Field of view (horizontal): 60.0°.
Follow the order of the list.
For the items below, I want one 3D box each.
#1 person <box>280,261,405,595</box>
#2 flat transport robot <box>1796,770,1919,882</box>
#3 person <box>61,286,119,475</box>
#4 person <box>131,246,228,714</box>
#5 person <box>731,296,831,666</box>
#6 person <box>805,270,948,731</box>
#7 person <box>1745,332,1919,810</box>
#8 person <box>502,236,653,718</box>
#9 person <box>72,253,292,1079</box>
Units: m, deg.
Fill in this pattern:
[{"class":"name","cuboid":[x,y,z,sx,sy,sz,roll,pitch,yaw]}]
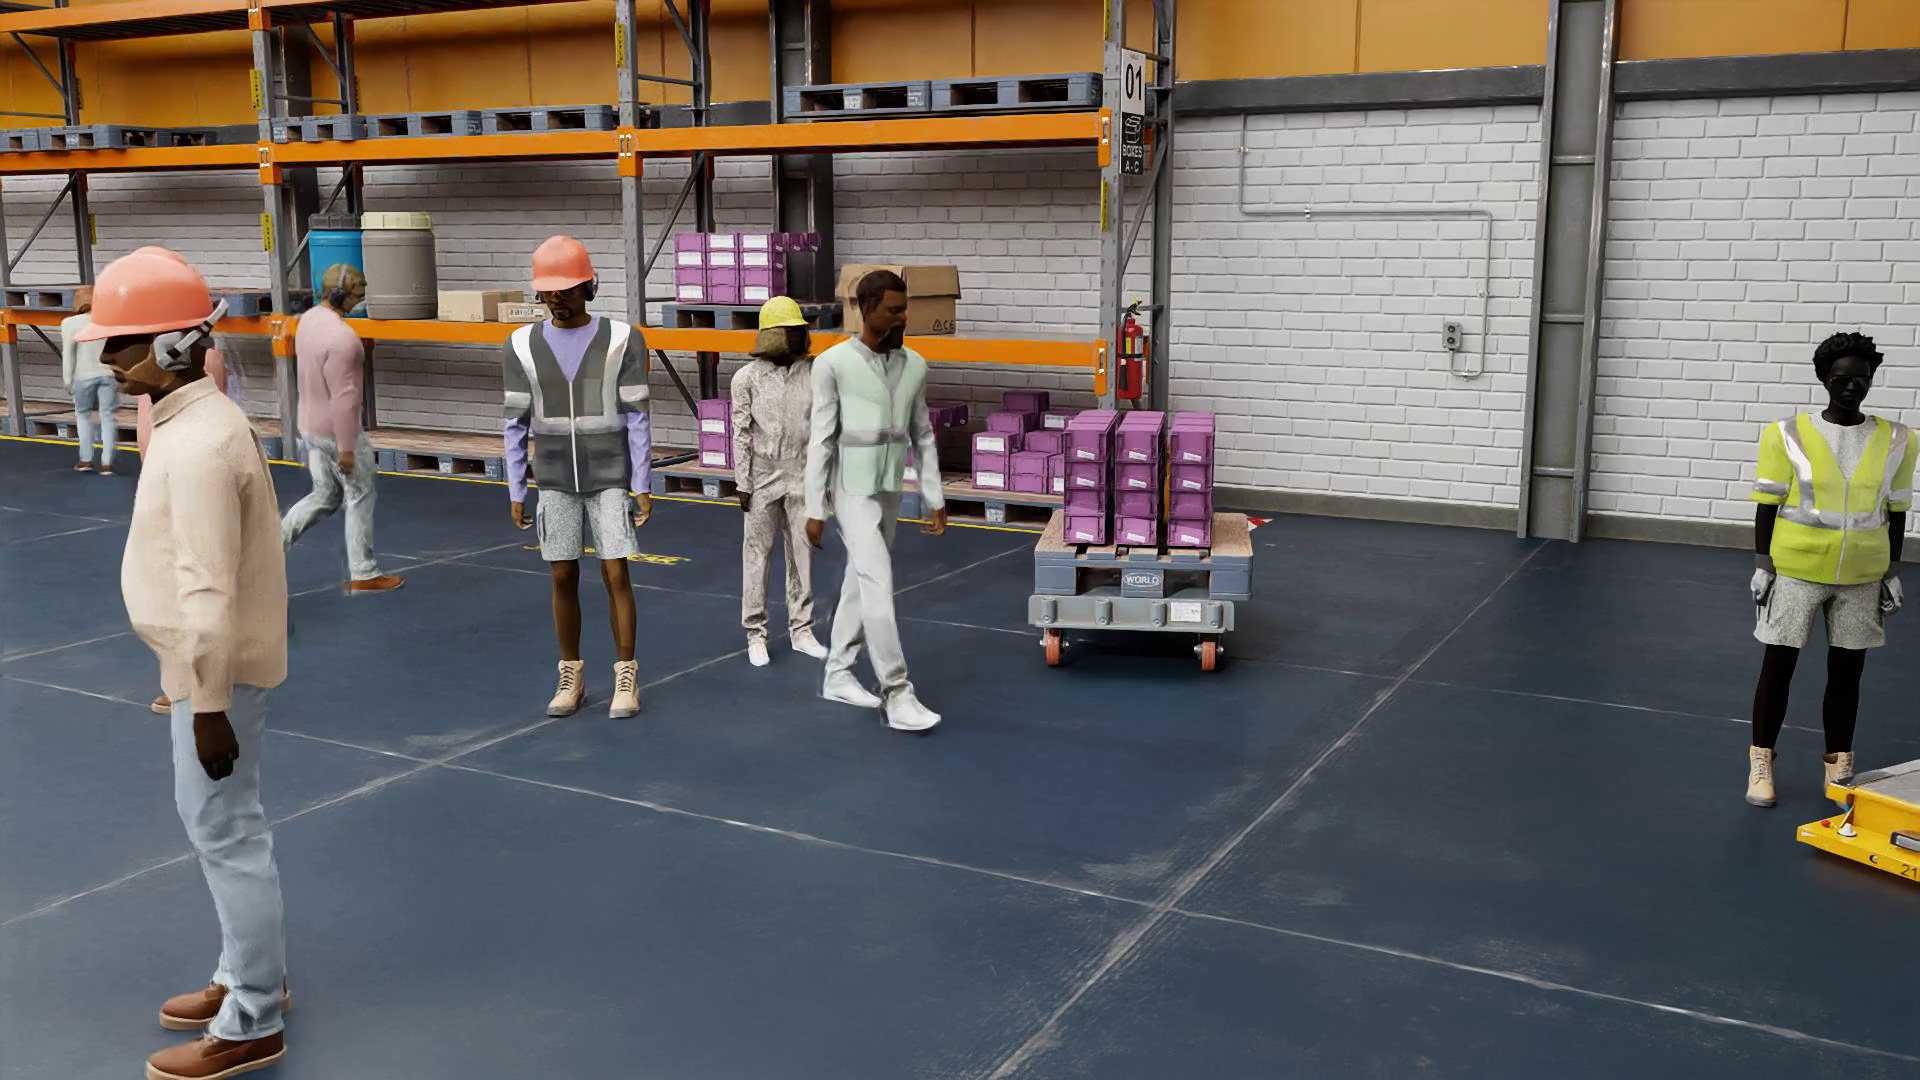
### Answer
[{"class":"person","cuboid":[-3.517,-0.580,9.159,0.800,1.892,0.674,-9,14,-42]},{"class":"flat transport robot","cuboid":[3.527,0.895,5.519,1.431,0.197,0.652,-6,12,-29]},{"class":"person","cuboid":[-7.432,-1.366,14.241,0.521,1.594,0.687,-10,14,-43]},{"class":"person","cuboid":[-3.231,-0.214,6.912,0.610,1.986,0.407,9,14,41]},{"class":"person","cuboid":[-0.841,-0.281,7.921,0.488,1.746,0.284,-6,12,-30]},{"class":"person","cuboid":[-0.290,-0.165,6.922,0.910,1.873,0.615,9,13,39]},{"class":"person","cuboid":[3.060,0.117,5.875,0.534,1.697,0.318,2,11,10]},{"class":"person","cuboid":[-1.603,-0.248,6.984,0.613,2.028,0.408,0,10,-2]},{"class":"person","cuboid":[-1.843,0.311,4.037,0.410,1.988,0.668,-4,11,-23]}]
